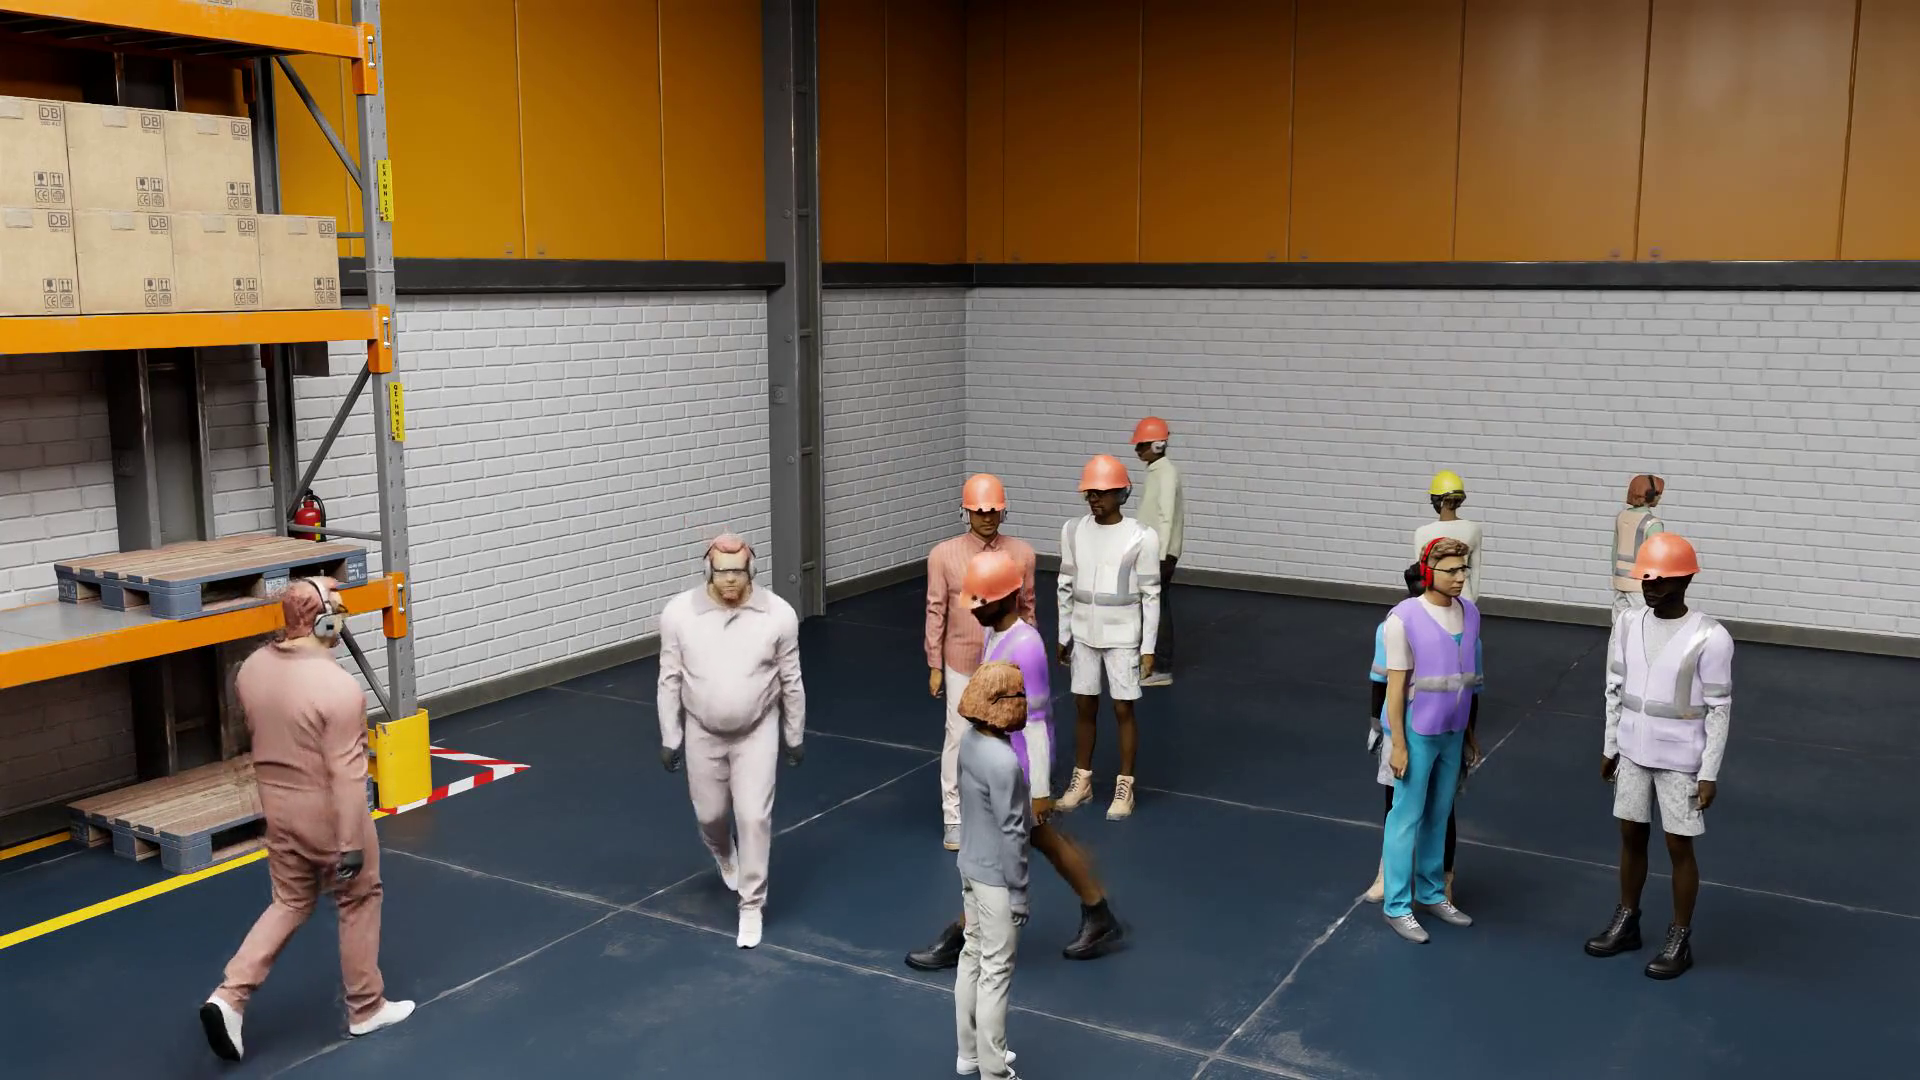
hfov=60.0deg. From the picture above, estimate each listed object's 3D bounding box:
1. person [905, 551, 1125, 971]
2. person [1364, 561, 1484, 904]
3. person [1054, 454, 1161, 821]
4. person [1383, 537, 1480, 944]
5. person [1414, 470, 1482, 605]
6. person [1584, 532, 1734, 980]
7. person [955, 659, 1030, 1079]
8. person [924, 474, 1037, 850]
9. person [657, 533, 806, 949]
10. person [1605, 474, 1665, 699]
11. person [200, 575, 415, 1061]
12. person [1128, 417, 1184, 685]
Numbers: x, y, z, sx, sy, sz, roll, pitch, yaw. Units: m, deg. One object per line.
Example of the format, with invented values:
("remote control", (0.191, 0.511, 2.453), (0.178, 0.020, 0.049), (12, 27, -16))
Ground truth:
("person", (0.283, 0.958, 7.220), (0.982, 1.873, 0.557), (-1, 9, -7))
("person", (2.191, 0.928, 7.894), (0.540, 1.696, 0.317), (6, 11, 34))
("person", (0.805, 0.540, 9.242), (0.608, 2.045, 0.391), (5, 11, 31))
("person", (2.158, 0.893, 7.649), (0.563, 1.846, 0.390), (-7, 11, -36))
("person", (3.128, 0.432, 10.776), (0.526, 1.768, 0.331), (-4, 10, -23))
("person", (3.008, 0.923, 7.179), (0.375, 1.935, 0.550), (-6, 11, -33))
("person", (0.135, 1.242, 6.137), (0.285, 1.633, 0.497), (-3, 10, -19))
("person", (0.122, 0.637, 8.785), (0.622, 1.993, 0.383), (-3, 10, -17))
("person", (-1.052, 0.864, 7.731), (0.671, 1.881, 0.781), (0, 9, -3))
("person", (4.747, 0.355, 11.659), (0.308, 1.636, 0.523), (-2, 9, -11))
("person", (-2.541, 1.075, 6.414), (0.650, 1.881, 0.763), (5, 10, 27))
("person", (1.431, 0.082, 12.304), (0.435, 1.980, 0.621), (-1, 9, -4))
